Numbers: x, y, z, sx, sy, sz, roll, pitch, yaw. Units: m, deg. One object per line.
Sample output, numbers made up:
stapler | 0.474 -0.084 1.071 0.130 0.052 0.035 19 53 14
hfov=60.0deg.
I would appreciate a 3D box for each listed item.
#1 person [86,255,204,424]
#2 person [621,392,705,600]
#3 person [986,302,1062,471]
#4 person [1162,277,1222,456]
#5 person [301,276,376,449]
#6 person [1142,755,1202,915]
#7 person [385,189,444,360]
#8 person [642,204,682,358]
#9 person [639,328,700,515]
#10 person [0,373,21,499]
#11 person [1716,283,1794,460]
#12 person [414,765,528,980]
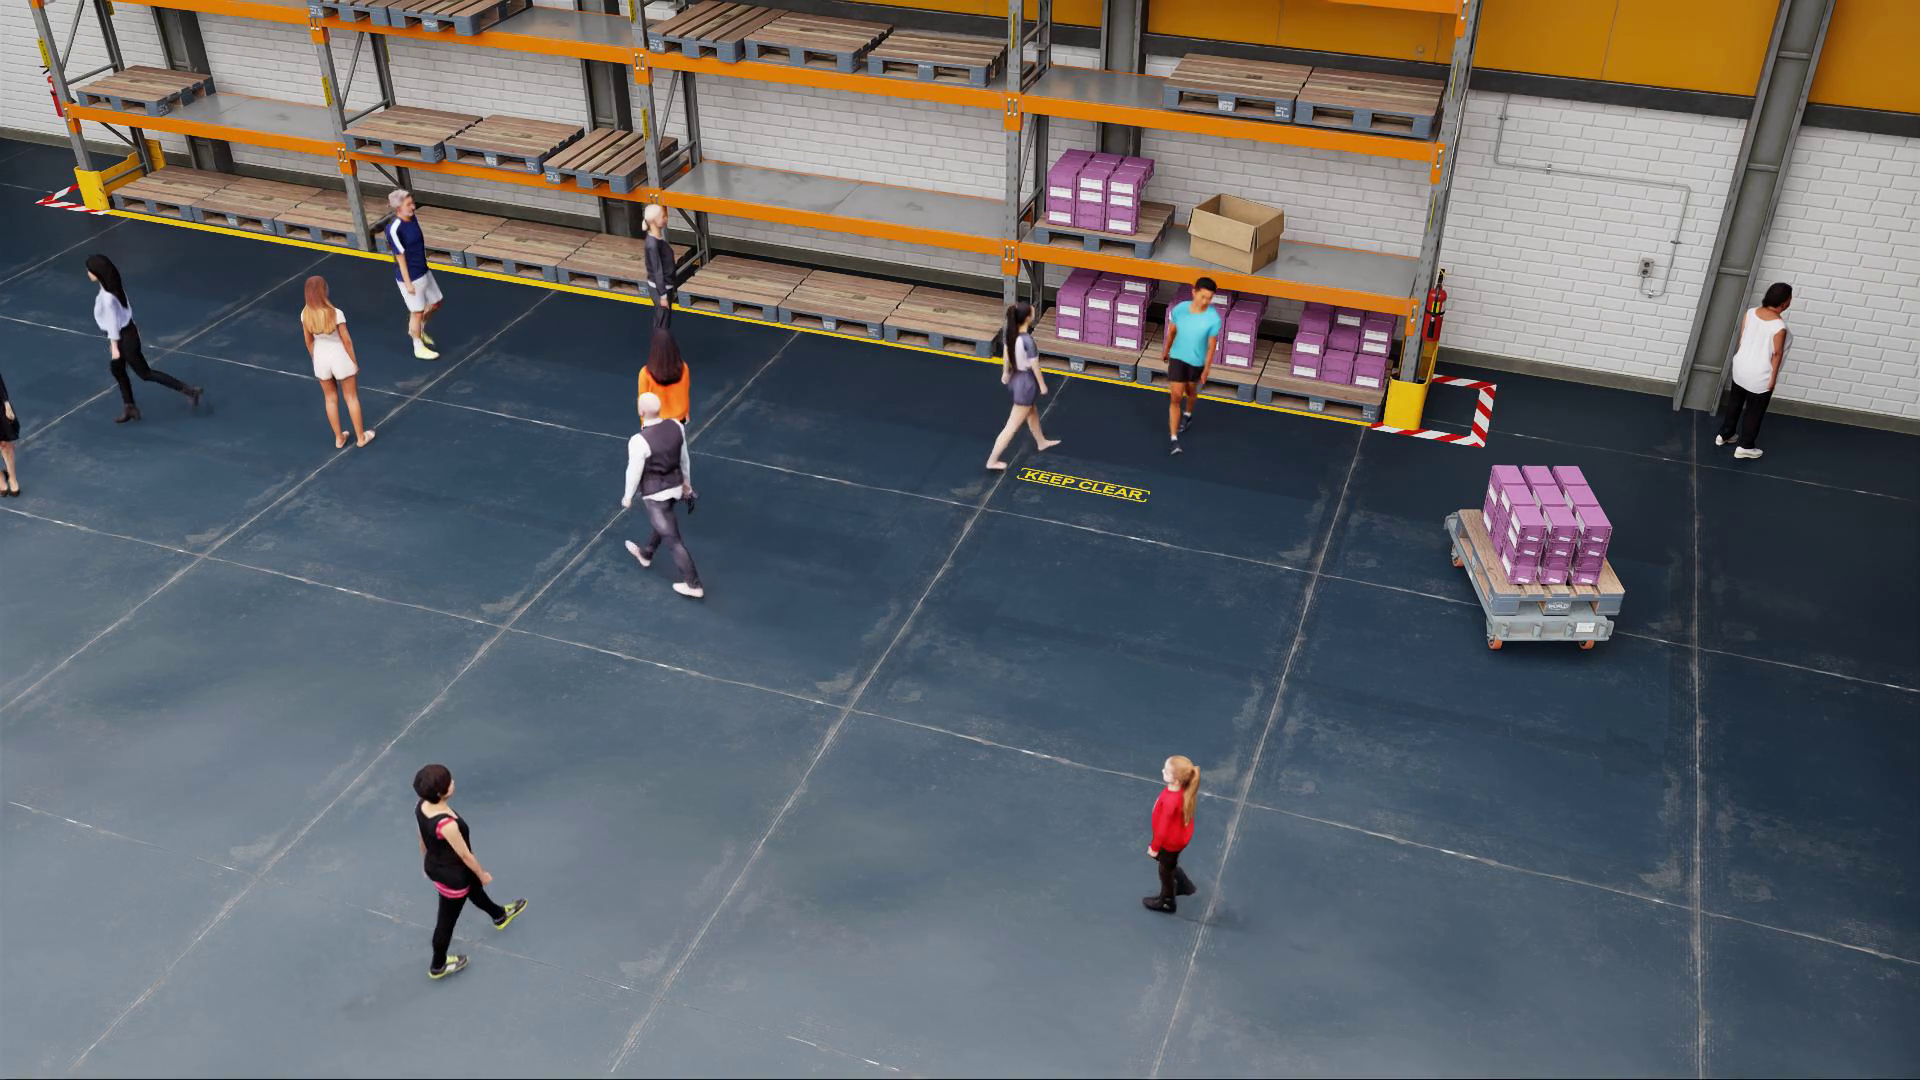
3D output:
person | -7.767 -1.875 15.715 1.159 1.710 1.073 -13 36 -18
person | -2.321 -0.306 13.293 1.252 1.778 0.909 20 39 28
person | 0.492 -1.342 15.008 1.107 1.604 1.034 -14 36 -20
person | 2.119 -1.689 15.421 1.047 1.723 0.776 15 36 21
person | -5.796 -1.641 15.376 0.574 1.695 0.689 1 34 2
person | 1.379 1.876 10.466 0.544 1.273 0.486 11 35 16
person | -5.615 -2.694 16.843 0.684 1.824 0.654 9 35 13
person | -3.016 -2.558 16.727 0.697 1.726 0.692 -7 34 -10
person | -2.508 -1.000 14.378 0.913 1.732 1.071 -24 40 -31
person | -8.553 -1.180 14.645 0.769 1.736 0.829 -14 36 -21
person | 7.338 -1.576 15.281 0.799 1.691 0.763 -9 35 -14
person | -3.145 2.025 10.018 0.911 1.520 0.971 -23 40 -31
